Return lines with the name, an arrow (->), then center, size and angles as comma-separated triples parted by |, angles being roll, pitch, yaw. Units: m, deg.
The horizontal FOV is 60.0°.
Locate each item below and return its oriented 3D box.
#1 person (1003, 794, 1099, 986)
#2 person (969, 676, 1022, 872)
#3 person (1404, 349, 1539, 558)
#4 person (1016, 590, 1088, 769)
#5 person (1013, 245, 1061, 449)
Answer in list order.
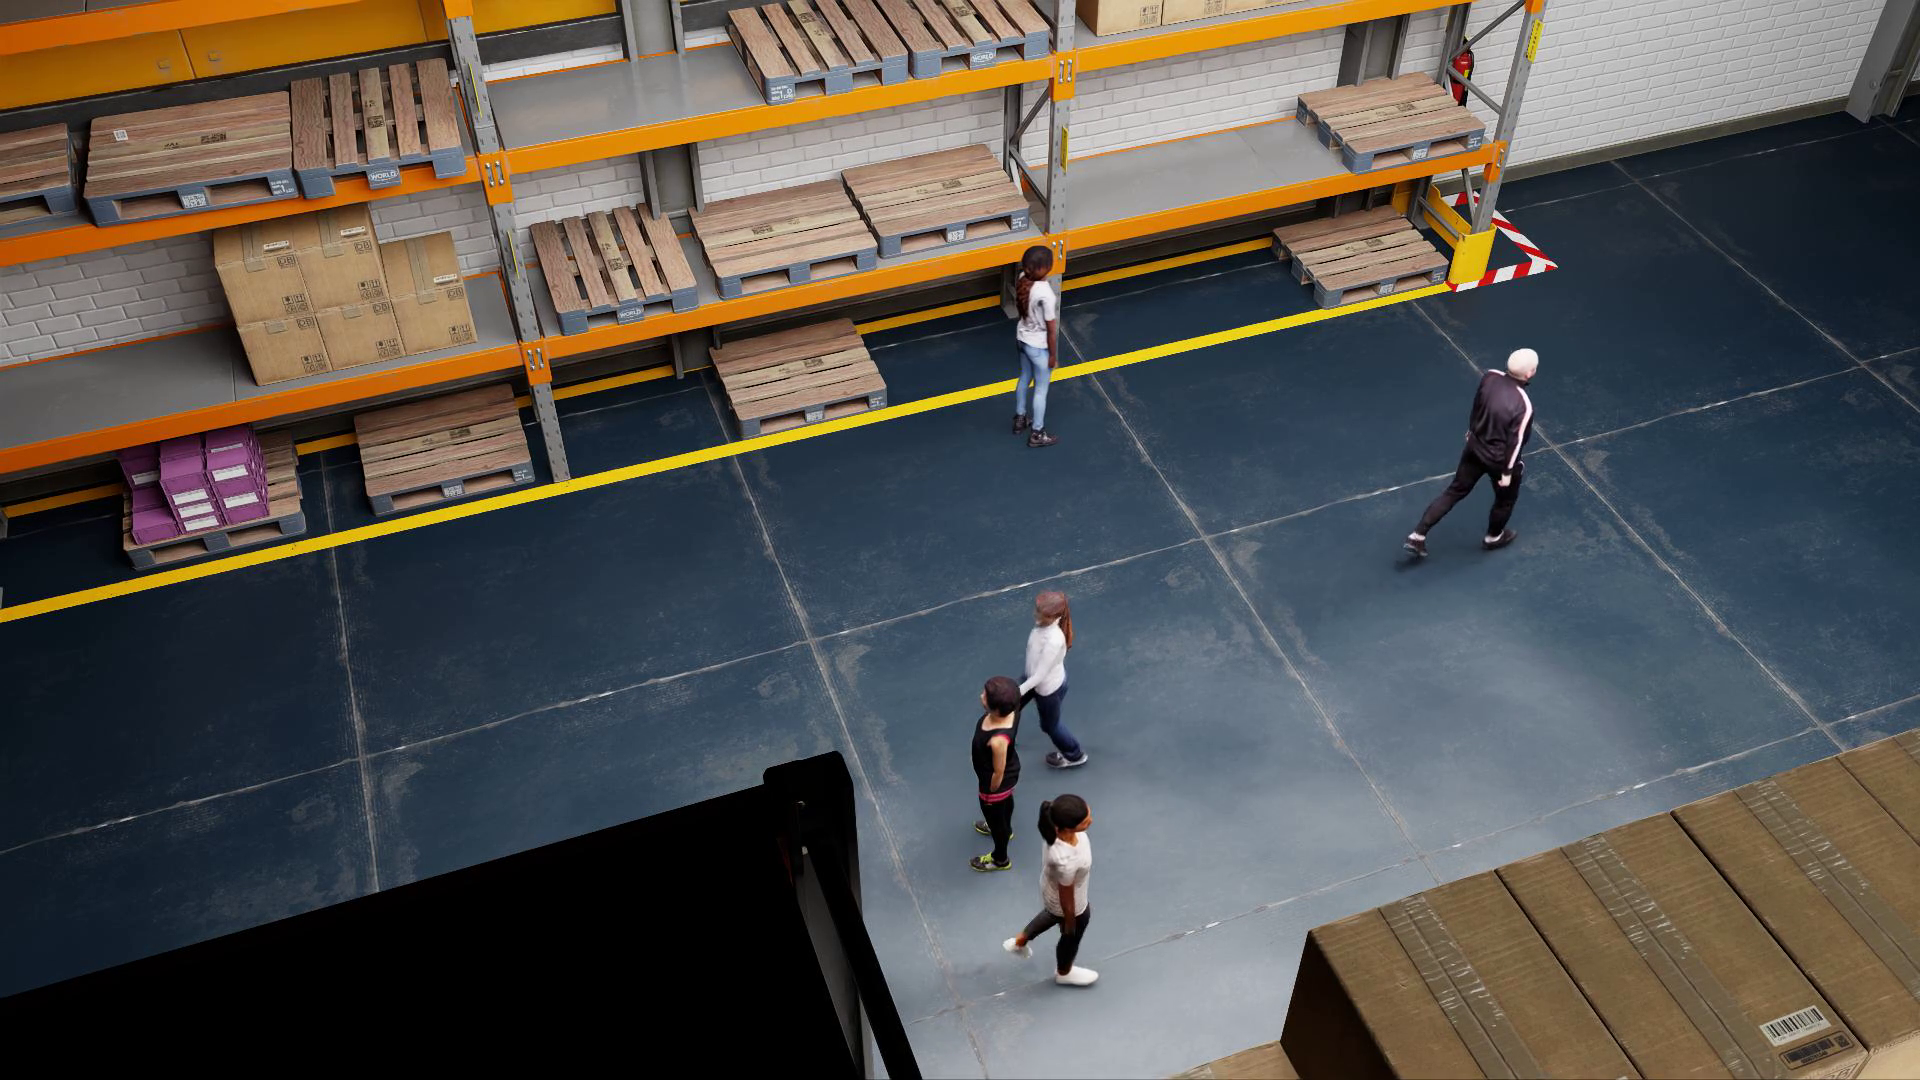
person -> 0.488, 1.897, 8.977 | 0.839, 1.636, 0.703 | -3, 44, -3
person -> 0.221, 1.331, 9.630 | 0.638, 1.553, 0.616 | 6, 44, 6
person -> 3.560, -0.543, 11.417 | 1.199, 1.803, 0.764 | -19, 47, -19
person -> 0.592, 0.879, 10.129 | 0.937, 1.519, 0.664 | -2, 44, -2
person -> 0.560, -1.463, 12.443 | 0.573, 1.719, 0.616 | -22, 48, -22
